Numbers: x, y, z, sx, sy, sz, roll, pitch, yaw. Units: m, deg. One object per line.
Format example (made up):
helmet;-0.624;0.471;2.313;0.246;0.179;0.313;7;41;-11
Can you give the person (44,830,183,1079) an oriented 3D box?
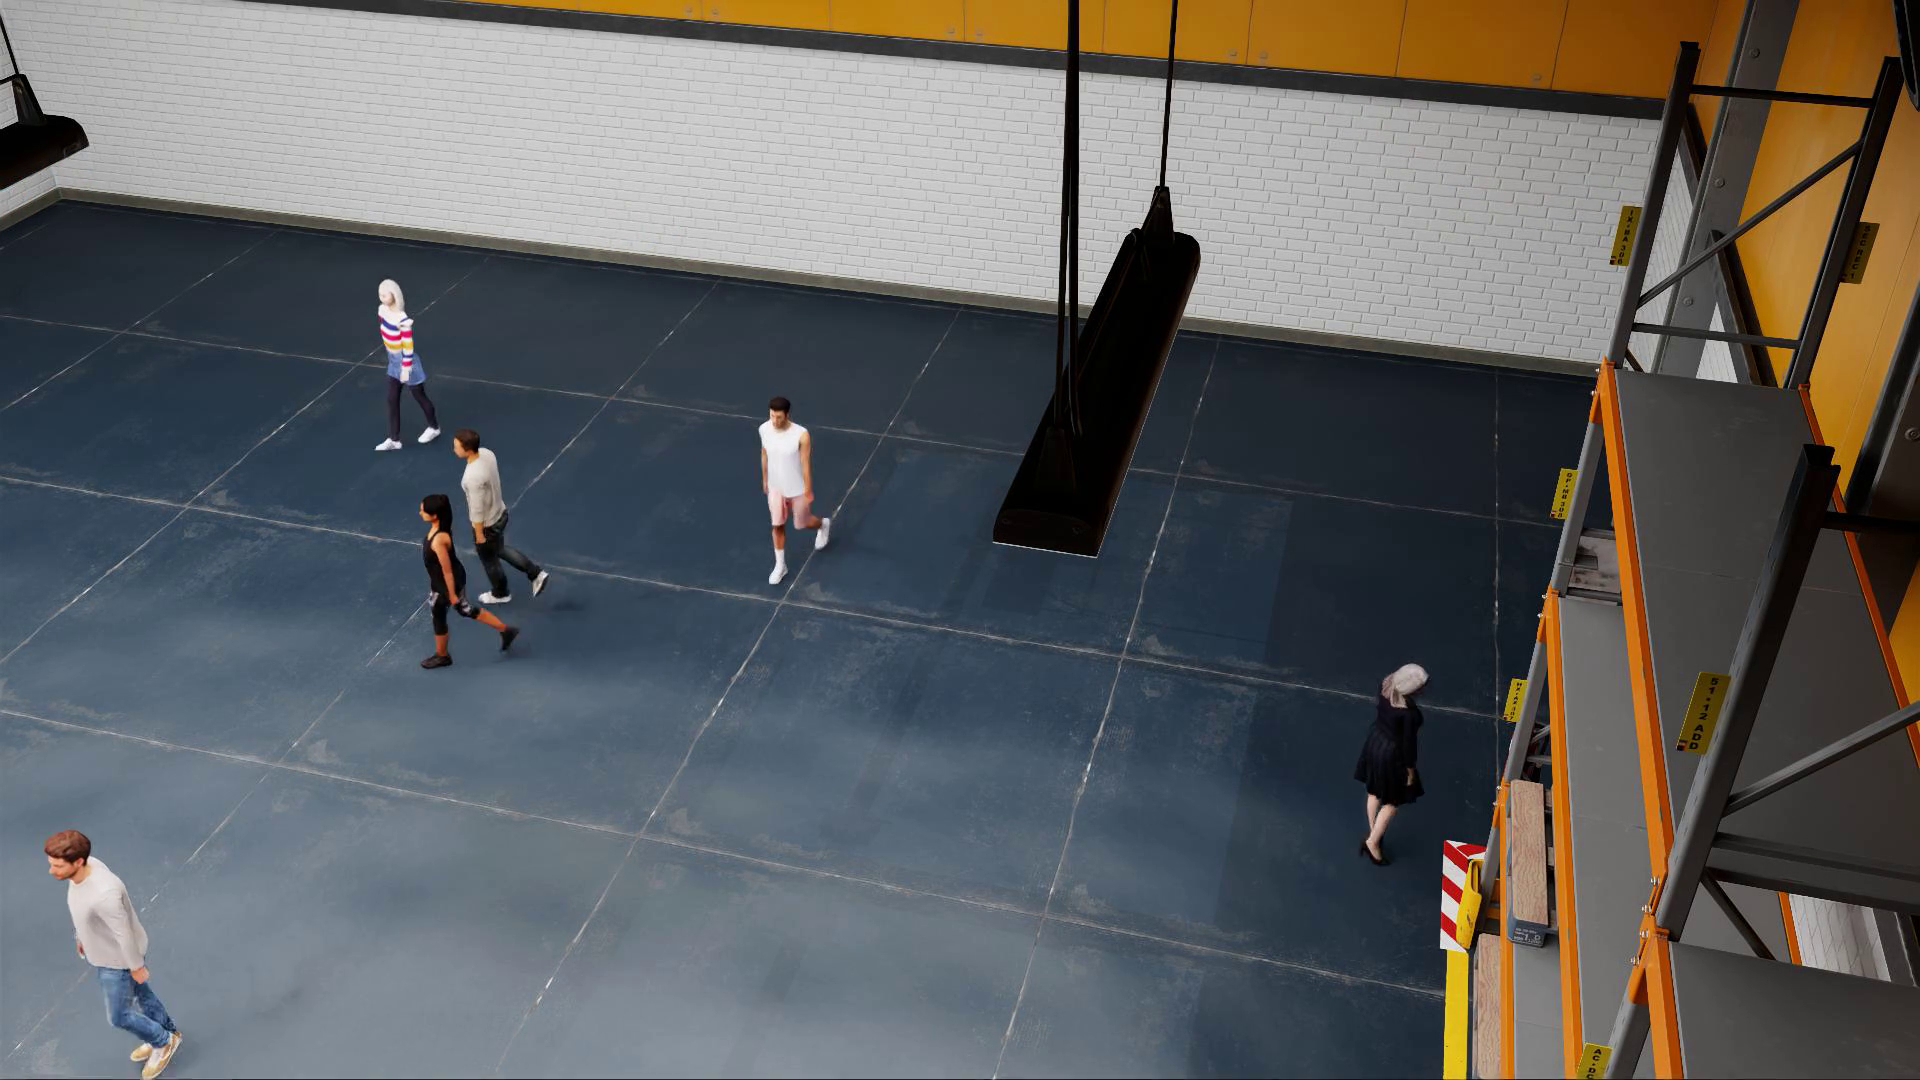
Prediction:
person;-4.954;2.402;9.934;0.793;1.888;0.781;-27;42;-35

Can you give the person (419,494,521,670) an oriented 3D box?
person;-4.008;0.320;13.294;0.938;1.635;1.069;-6;34;-9

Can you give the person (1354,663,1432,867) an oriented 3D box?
person;2.966;1.490;11.451;0.779;1.727;0.697;-22;40;-30

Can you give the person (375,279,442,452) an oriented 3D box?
person;-5.355;-1.741;16.263;0.887;1.781;1.046;24;41;32

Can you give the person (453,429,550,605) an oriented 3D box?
person;-3.848;-0.181;13.911;0.852;1.787;0.886;2;34;3

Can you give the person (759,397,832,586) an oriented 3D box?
person;-1.427;-0.513;14.439;0.783;1.755;1.118;15;36;21
